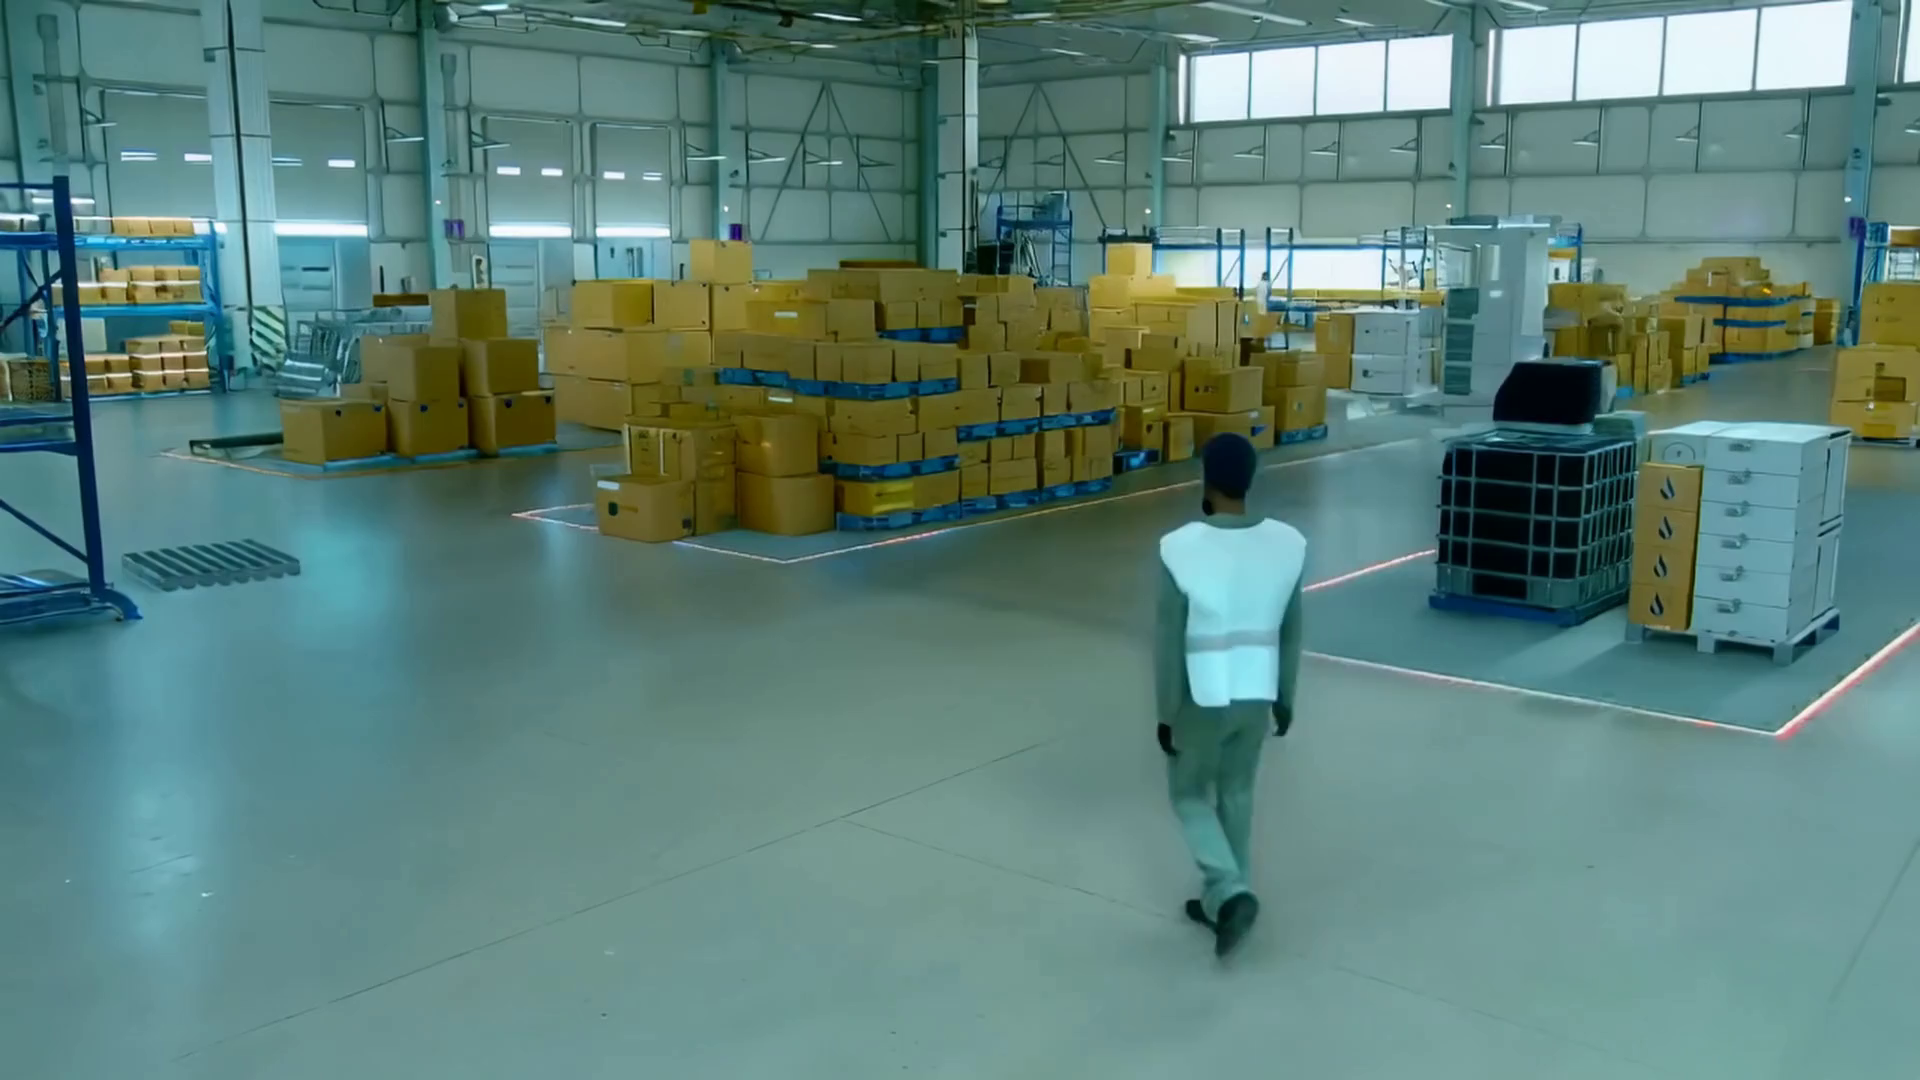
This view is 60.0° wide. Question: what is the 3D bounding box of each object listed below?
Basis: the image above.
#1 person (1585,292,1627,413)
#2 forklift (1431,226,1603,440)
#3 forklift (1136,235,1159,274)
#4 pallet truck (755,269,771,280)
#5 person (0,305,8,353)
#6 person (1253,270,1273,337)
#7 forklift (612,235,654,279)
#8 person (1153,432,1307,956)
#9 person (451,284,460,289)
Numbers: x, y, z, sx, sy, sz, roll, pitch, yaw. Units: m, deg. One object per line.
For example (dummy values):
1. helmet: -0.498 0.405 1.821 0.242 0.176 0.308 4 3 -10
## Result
1. person: 8.928 -2.461 23.149 0.734 1.945 0.624 -6 12 -31
2. forklift: 7.335 -2.689 21.699 1.873 2.768 1.129 8 13 40
3. forklift: 4.226 -5.545 37.965 1.873 2.768 1.129 2 10 13
4. pallet truck: -4.996 -6.432 45.525 1.885 1.965 0.823 -6 12 -32
5. person: -17.898 -3.772 30.847 0.534 1.830 0.407 2 10 10
6. person: 8.700 -6.764 47.627 0.558 1.921 0.389 6 12 32
7. forklift: -7.300 -5.450 37.421 1.873 2.768 1.129 8 13 40
8. person: 0.973 0.566 5.960 0.595 1.902 0.618 -3 10 -16
9. person: -13.251 -5.908 43.615 0.513 1.614 0.742 6 11 29
